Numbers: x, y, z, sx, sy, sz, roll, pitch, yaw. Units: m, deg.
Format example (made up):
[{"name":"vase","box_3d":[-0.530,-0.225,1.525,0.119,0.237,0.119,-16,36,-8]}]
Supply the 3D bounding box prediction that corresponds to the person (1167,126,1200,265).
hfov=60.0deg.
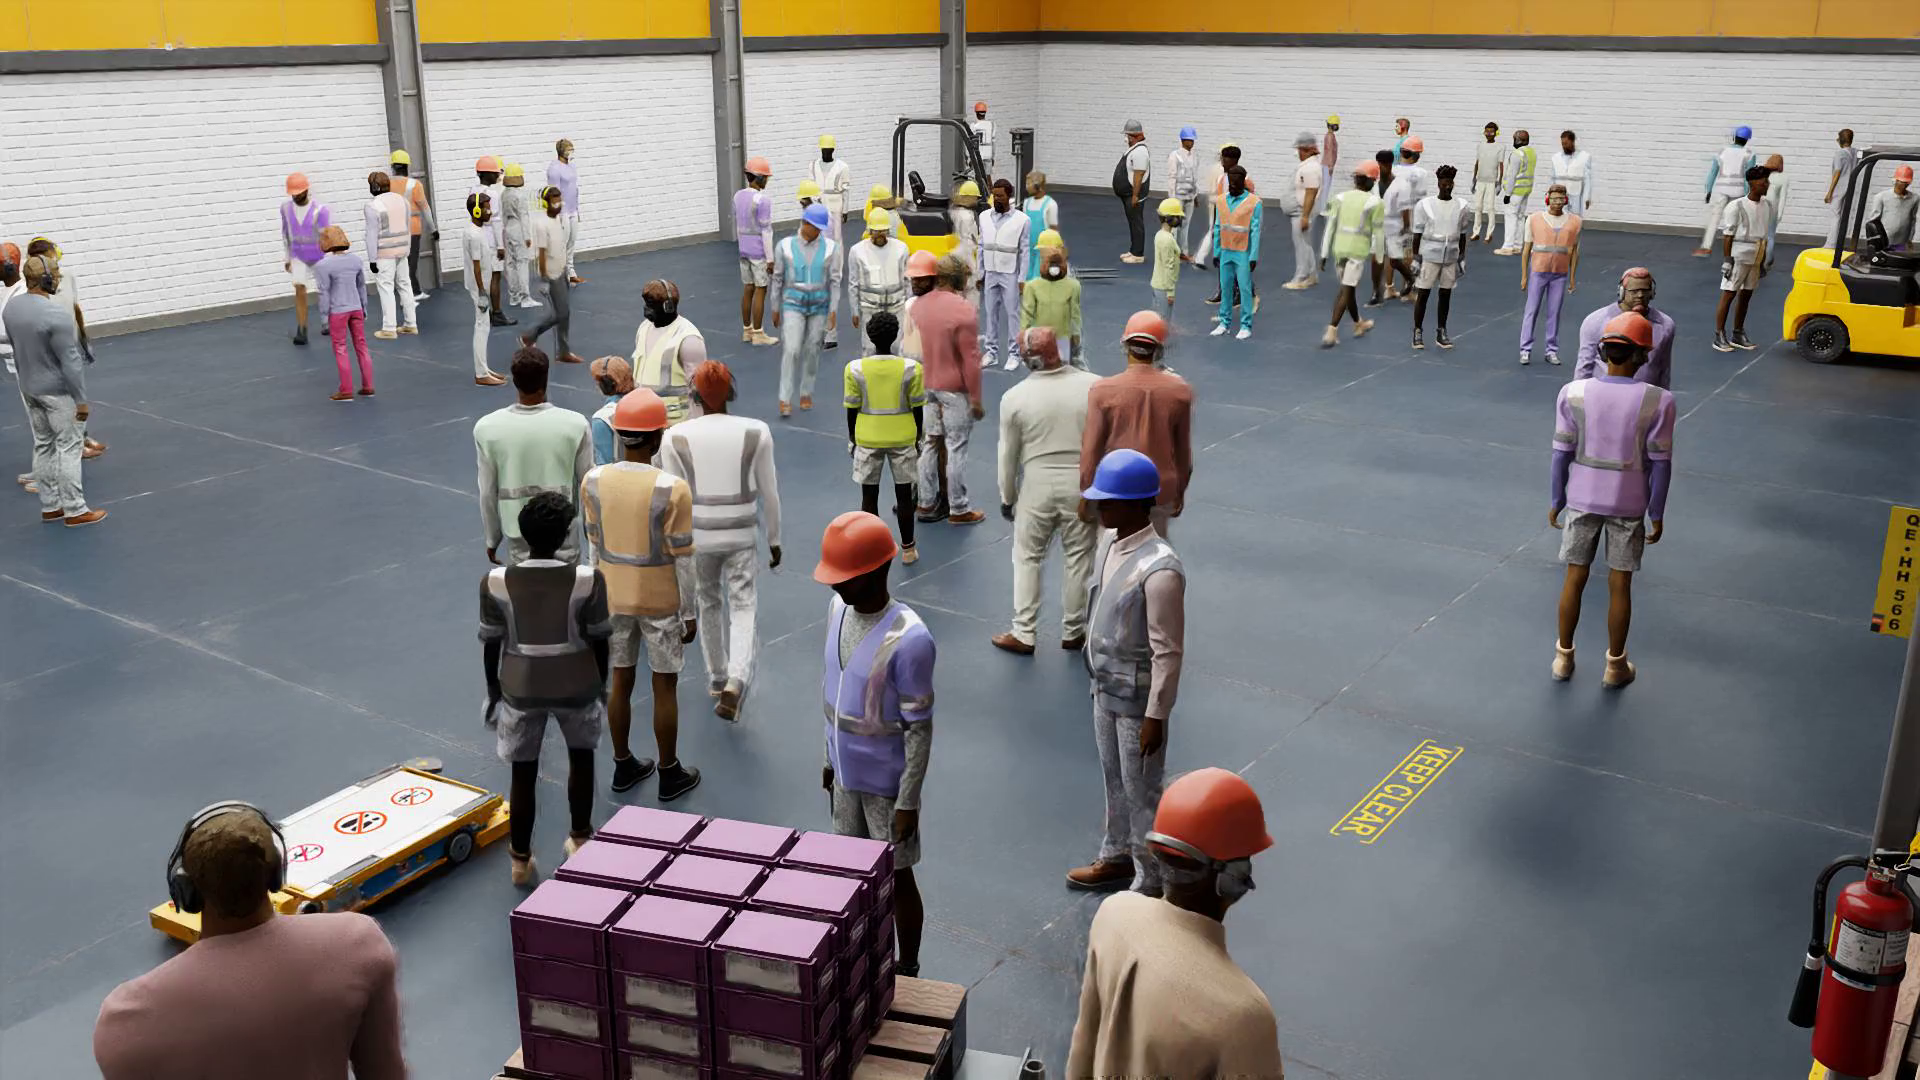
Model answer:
[{"name":"person","box_3d":[3.213,-4.945,23.873,0.605,1.949,0.399,-15,23,-39]}]

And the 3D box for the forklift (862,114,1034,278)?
[{"name":"forklift","box_3d":[-0.171,-4.594,22.377,2.313,2.155,1.214,1,18,3]}]

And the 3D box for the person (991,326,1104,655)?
[{"name":"person","box_3d":[0.533,-0.266,9.366,0.739,1.879,0.428,0,18,1]}]

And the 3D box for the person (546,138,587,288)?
[{"name":"person","box_3d":[-5.198,-4.304,21.911,0.377,1.931,0.624,4,18,12]}]

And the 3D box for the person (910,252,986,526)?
[{"name":"person","box_3d":[-0.086,-1.051,11.726,0.414,1.933,0.675,-17,24,-42]}]

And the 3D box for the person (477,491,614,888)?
[{"name":"person","box_3d":[-1.704,0.623,6.904,0.542,1.667,0.424,-2,18,-5]}]

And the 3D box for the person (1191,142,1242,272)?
[{"name":"person","box_3d":[3.611,-4.610,23.095,0.799,1.787,0.602,-7,19,-20]}]

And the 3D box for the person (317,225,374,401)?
[{"name":"person","box_3d":[-5.750,-2.119,15.558,0.284,1.626,0.509,11,21,31]}]

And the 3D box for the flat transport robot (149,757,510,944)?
[{"name":"flat transport robot","box_3d":[-2.576,1.312,7.013,0.652,0.197,1.431,10,20,28]}]

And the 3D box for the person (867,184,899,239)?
[{"name":"person","box_3d":[-0.845,-3.021,18.216,0.402,1.730,0.536,8,20,24]}]

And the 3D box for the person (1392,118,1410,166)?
[{"name":"person","box_3d":[7.229,-5.941,27.158,0.372,1.840,0.570,4,18,13]}]

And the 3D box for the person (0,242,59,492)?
[{"name":"person","box_3d":[-7.074,-1.308,12.602,0.356,1.885,0.572,-12,21,-33]}]

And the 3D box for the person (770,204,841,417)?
[{"name":"person","box_3d":[-1.372,-2.046,14.902,0.632,1.895,0.754,-3,18,-10]}]

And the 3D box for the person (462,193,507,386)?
[{"name":"person","box_3d":[-4.639,-2.427,16.148,0.324,1.861,0.510,-6,19,-18]}]

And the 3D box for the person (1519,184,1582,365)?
[{"name":"person","box_3d":[6.046,-2.723,17.088,0.564,1.846,0.390,1,18,3]}]

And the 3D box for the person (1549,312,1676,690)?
[{"name":"person","box_3d":[3.466,-0.203,8.905,0.605,2.034,0.392,10,20,30]}]

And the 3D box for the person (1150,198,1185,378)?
[{"name":"person","box_3d":[2.050,-2.494,16.502,0.310,1.770,0.522,-1,18,-3]}]

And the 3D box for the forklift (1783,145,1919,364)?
[{"name":"forklift","box_3d":[9.803,-2.879,17.013,2.313,2.155,1.214,12,21,33]}]

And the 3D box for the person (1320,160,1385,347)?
[{"name":"person","box_3d":[4.293,-3.124,18.132,0.626,1.971,1.110,17,24,42]}]

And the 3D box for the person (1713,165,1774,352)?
[{"name":"person","box_3d":[8.397,-3.007,17.781,0.607,1.966,0.367,-7,19,-21]}]

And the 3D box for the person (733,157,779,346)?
[{"name":"person","box_3d":[-2.187,-3.116,18.030,0.408,2.030,0.608,-14,23,-37]}]

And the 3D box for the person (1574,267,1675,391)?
[{"name":"person","box_3d":[4.466,-0.886,11.242,0.636,1.911,0.405,1,18,3]}]

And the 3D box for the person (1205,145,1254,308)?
[{"name":"person","box_3d":[3.307,-3.833,20.365,0.362,1.963,0.613,-12,21,-33]}]

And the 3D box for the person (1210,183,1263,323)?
[{"name":"person","box_3d":[3.298,-3.404,19.524,0.783,1.669,0.530,-10,20,-29]}]

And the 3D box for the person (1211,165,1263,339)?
[{"name":"person","box_3d":[3.079,-3.200,18.487,0.587,1.910,0.396,16,24,41]}]

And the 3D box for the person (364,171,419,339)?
[{"name":"person","box_3d":[-6.361,-3.168,18.505,0.429,1.837,0.629,9,20,25]}]

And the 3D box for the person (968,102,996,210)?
[{"name":"person","box_3d":[0.384,-6.978,30.255,0.551,1.932,0.376,-11,21,-32]}]

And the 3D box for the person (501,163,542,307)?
[{"name":"person","box_3d":[-5.425,-3.745,20.452,0.485,1.744,0.295,17,24,42]}]

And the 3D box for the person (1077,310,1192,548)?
[{"name":"person","box_3d":[0.969,-0.289,9.267,0.670,1.972,0.449,-4,18,-13]}]

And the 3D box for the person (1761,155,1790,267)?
[{"name":"person","box_3d":[11.342,-4.610,23.410,0.507,1.582,0.851,12,21,32]}]

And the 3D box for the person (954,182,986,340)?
[{"name":"person","box_3d":[0.085,-3.086,18.432,0.465,1.729,0.508,-3,18,-9]}]

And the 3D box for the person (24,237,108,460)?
[{"name":"person","box_3d":[-7.248,-1.545,13.430,0.434,1.830,0.561,4,18,13]}]

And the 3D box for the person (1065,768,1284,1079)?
[{"name":"person","box_3d":[0.587,1.456,3.870,1.053,1.921,0.654,-6,19,-18]}]

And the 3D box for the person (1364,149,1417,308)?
[{"name":"person","box_3d":[5.335,-3.831,20.423,0.752,1.930,0.640,-13,22,-35]}]
